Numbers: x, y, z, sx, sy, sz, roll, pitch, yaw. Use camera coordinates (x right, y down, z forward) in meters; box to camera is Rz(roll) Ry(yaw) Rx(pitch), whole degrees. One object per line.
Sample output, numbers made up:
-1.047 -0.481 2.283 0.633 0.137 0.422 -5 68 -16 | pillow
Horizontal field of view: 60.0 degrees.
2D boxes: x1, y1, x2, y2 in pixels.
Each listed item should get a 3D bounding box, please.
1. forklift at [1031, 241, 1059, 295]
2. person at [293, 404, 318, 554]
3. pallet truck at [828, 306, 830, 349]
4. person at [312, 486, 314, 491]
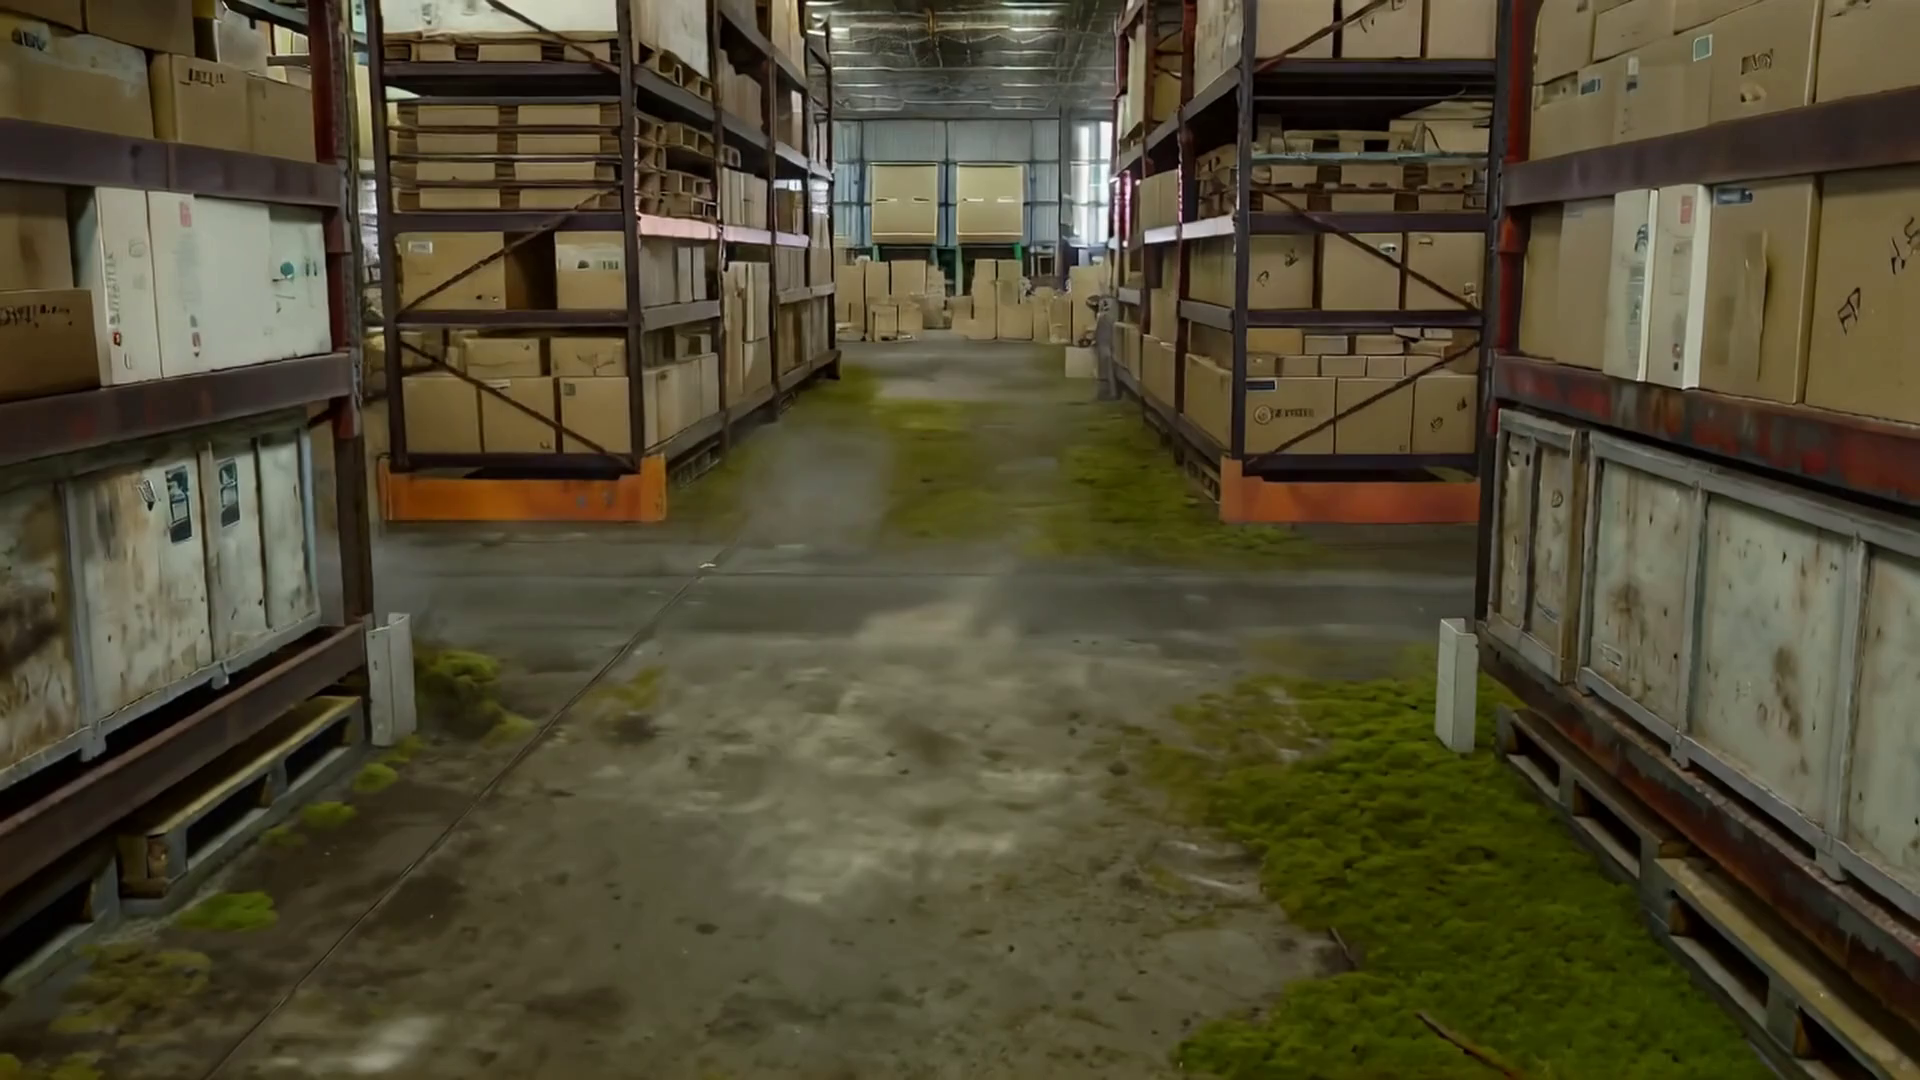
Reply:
3.204 -9.921 62.989 1.129 2.768 1.873 0 9 1 | forklift
-4.713 -0.715 11.390 0.536 1.694 0.322 4 10 20 | person
-3.100 -3.940 29.800 1.885 1.965 0.823 3 10 19 | pallet truck
-3.457 -0.334 8.181 1.006 1.992 0.628 1 10 4 | person
